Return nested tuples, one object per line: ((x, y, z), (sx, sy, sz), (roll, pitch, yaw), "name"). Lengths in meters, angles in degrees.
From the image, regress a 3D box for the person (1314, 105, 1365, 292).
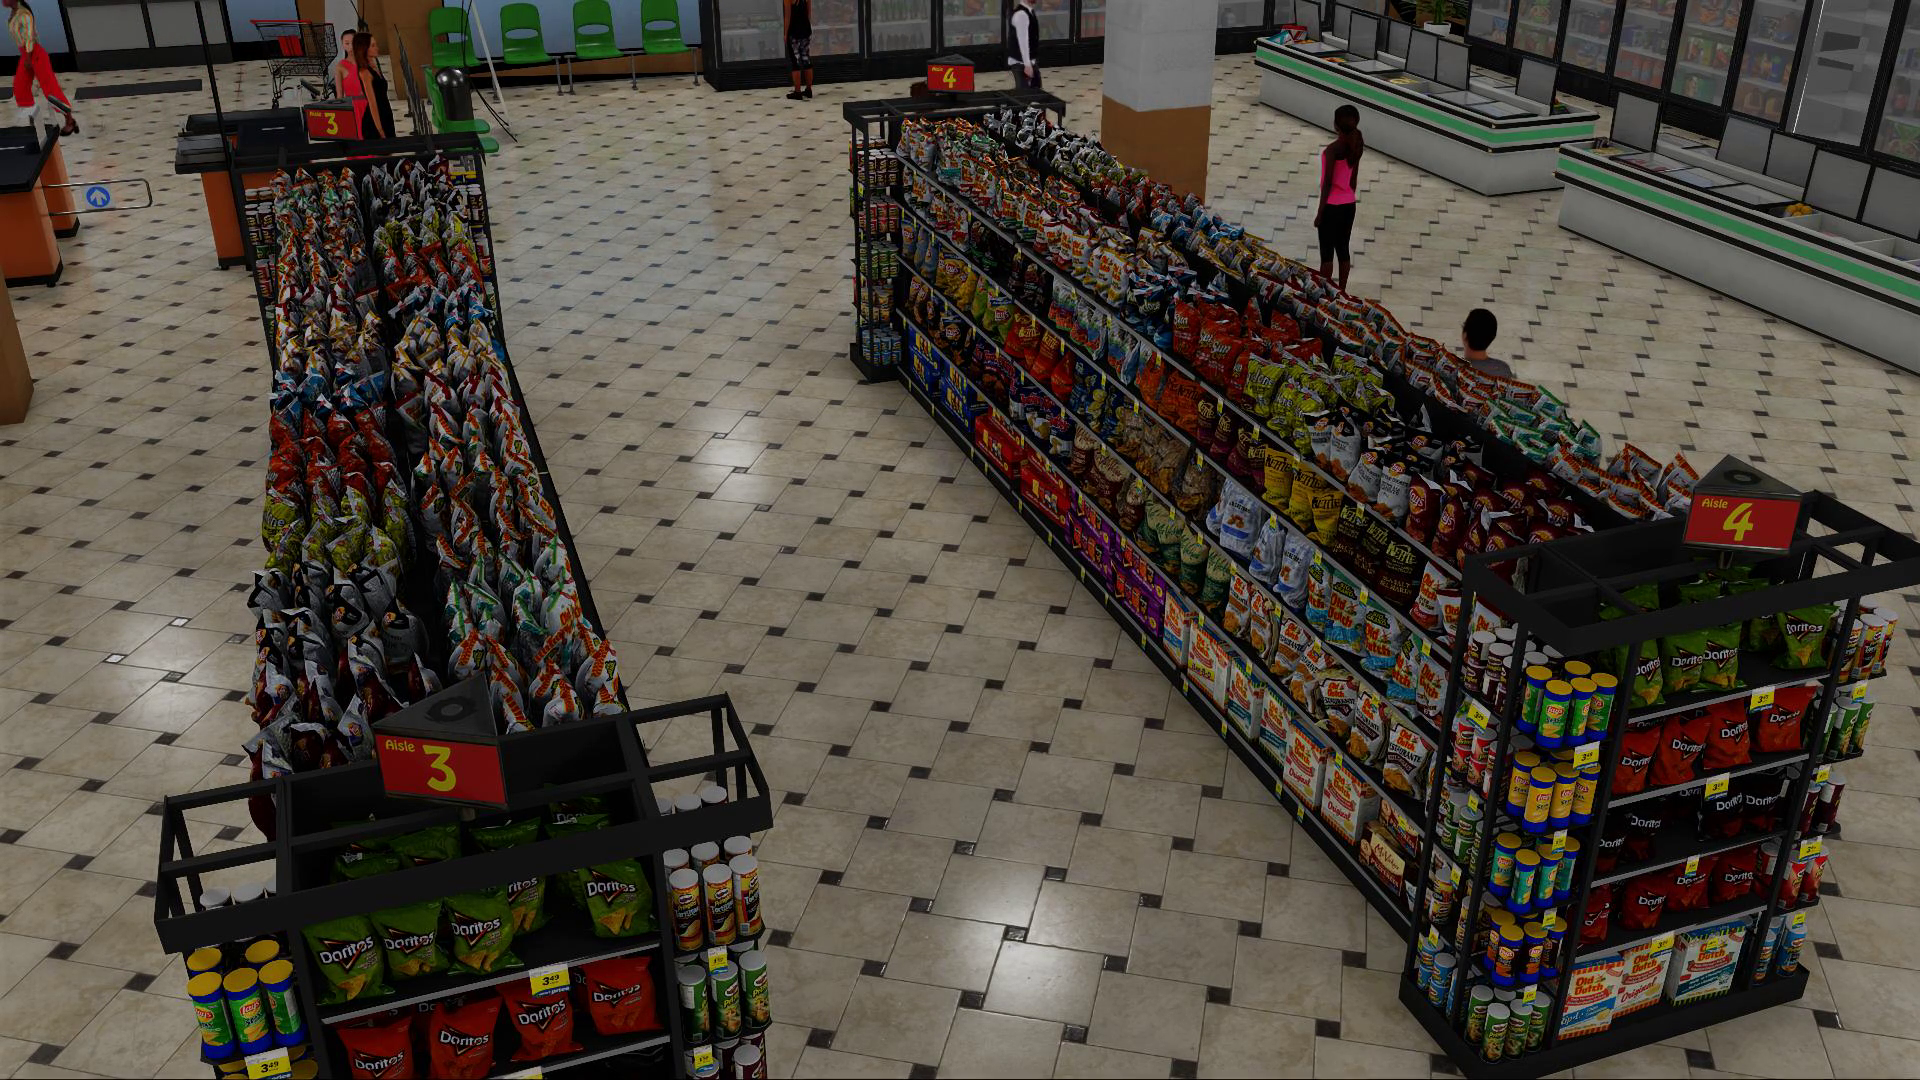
((3.118, -2.732, 13.734), (0.615, 1.724, 0.616), (-17, 31, -30), "person")

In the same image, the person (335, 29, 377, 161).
((-6.002, -4.247, 16.720), (0.640, 1.725, 0.598), (-13, 30, -24), "person")

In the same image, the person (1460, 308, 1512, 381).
((2.778, -0.389, 9.094), (0.628, 1.742, 0.592), (-9, 28, -18), "person")

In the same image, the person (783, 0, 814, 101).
((-2.062, -6.474, 21.181), (0.642, 1.662, 0.656), (24, 35, 39), "person")

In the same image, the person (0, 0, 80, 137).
((-10.538, -5.468, 19.107), (0.916, 1.744, 0.904), (23, 35, 37), "person")

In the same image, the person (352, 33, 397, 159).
((-5.581, -3.926, 15.966), (0.674, 1.835, 0.511), (-5, 27, -9), "person")

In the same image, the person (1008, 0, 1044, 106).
((0.650, -5.389, 18.883), (0.903, 1.805, 0.826), (6, 28, 12), "person")
